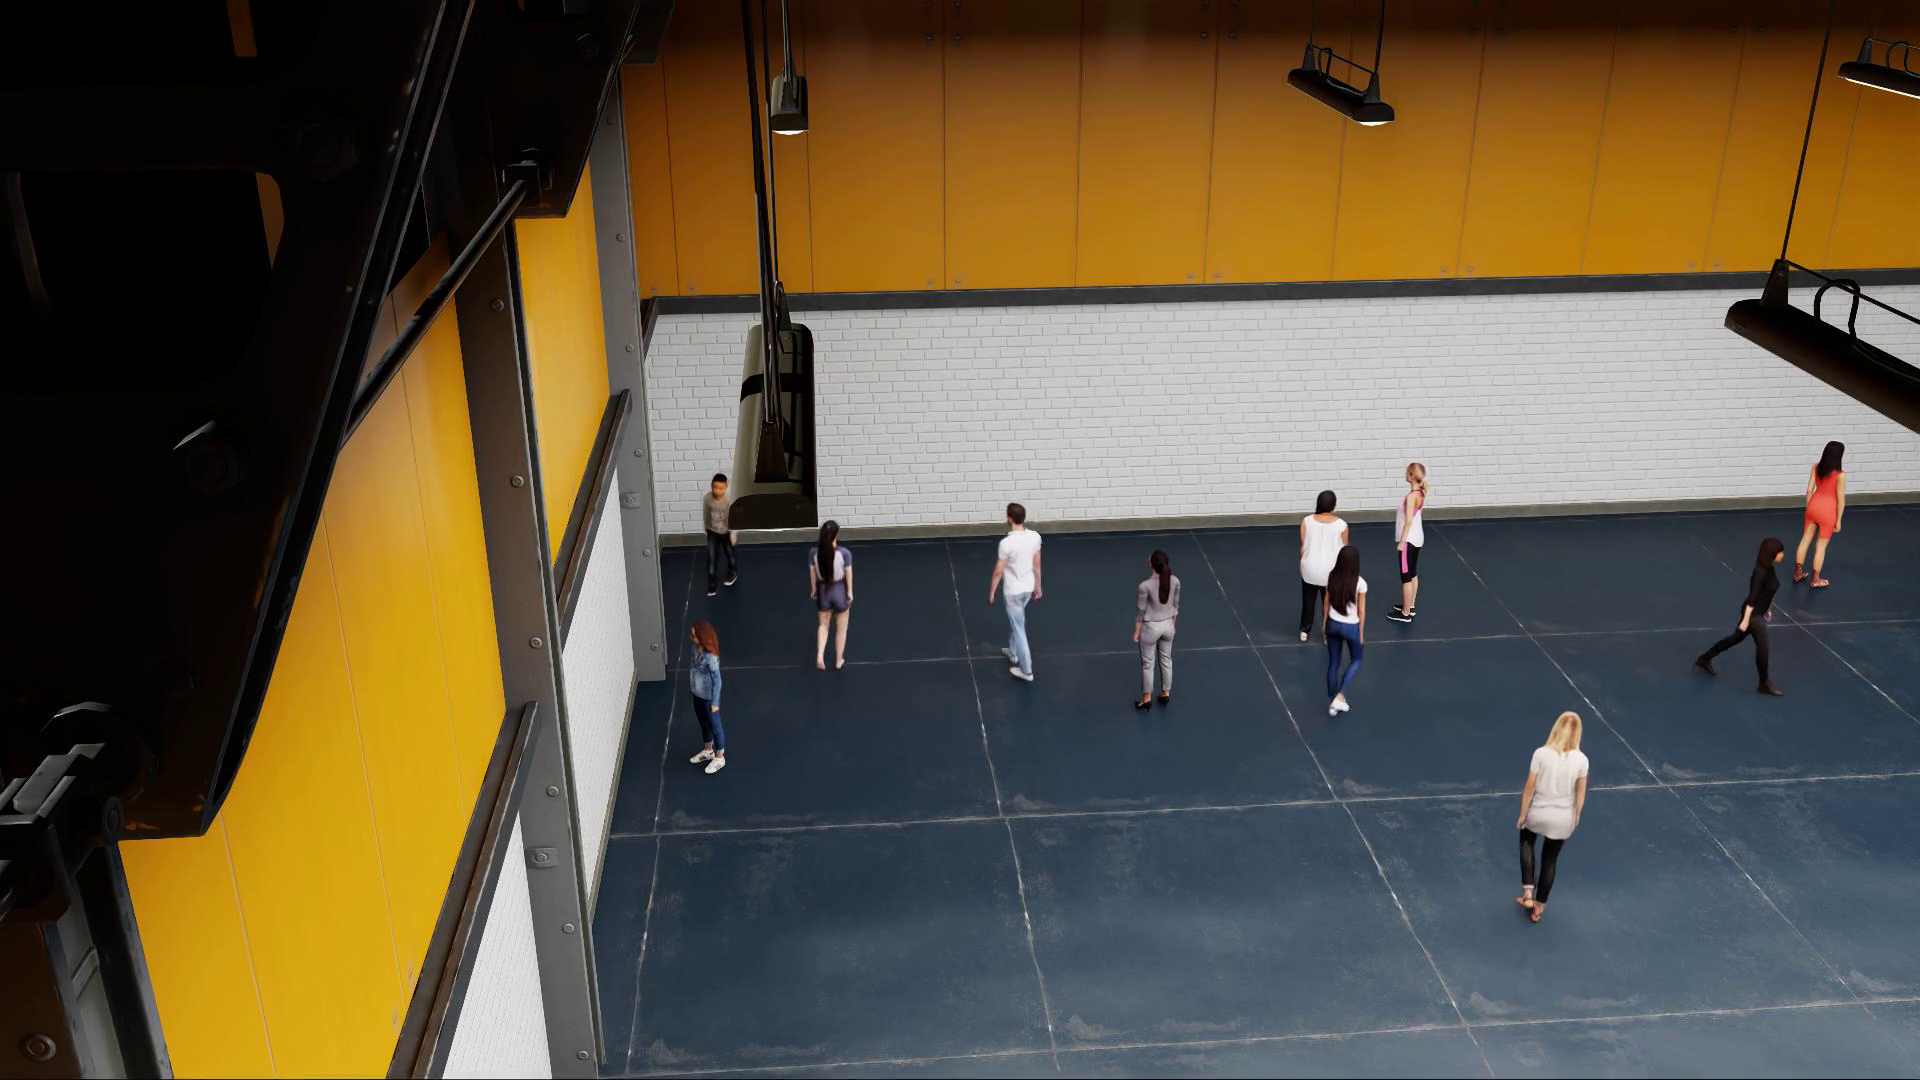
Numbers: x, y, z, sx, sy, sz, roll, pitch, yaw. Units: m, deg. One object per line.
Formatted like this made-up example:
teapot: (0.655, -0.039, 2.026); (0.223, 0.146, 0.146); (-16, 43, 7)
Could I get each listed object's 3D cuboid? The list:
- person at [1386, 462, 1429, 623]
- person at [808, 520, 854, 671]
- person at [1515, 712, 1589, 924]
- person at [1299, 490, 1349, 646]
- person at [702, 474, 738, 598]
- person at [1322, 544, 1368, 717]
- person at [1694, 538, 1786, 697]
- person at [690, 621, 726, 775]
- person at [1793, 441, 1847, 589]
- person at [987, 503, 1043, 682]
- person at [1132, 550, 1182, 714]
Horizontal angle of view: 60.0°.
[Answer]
person: (4.822, 0.015, 17.787); (0.748, 1.786, 0.664); (15, 28, 31)
person: (-1.291, 0.601, 16.633); (0.700, 1.637, 0.802); (4, 24, 10)
person: (4.544, 2.187, 12.788); (0.708, 1.809, 0.702); (5, 24, 11)
person: (3.775, 0.268, 17.332); (0.761, 1.687, 0.785); (12, 26, 25)
person: (-2.651, -0.117, 18.544); (0.697, 1.422, 0.986); (4, 24, 9)
person: (3.608, 0.896, 15.795); (0.726, 1.767, 0.780); (17, 29, 34)
person: (7.735, 0.717, 16.405); (1.084, 1.606, 1.097); (15, 28, 30)
person: (-2.281, 1.389, 15.030); (0.694, 1.477, 0.601); (-18, 30, -36)
person: (9.627, -0.295, 18.580); (0.722, 1.719, 0.605); (-13, 27, -28)
person: (0.642, 0.546, 16.521); (0.937, 1.826, 1.035); (-19, 30, -36)
person: (1.885, 0.870, 15.965); (0.693, 1.678, 0.692); (-10, 25, -21)
